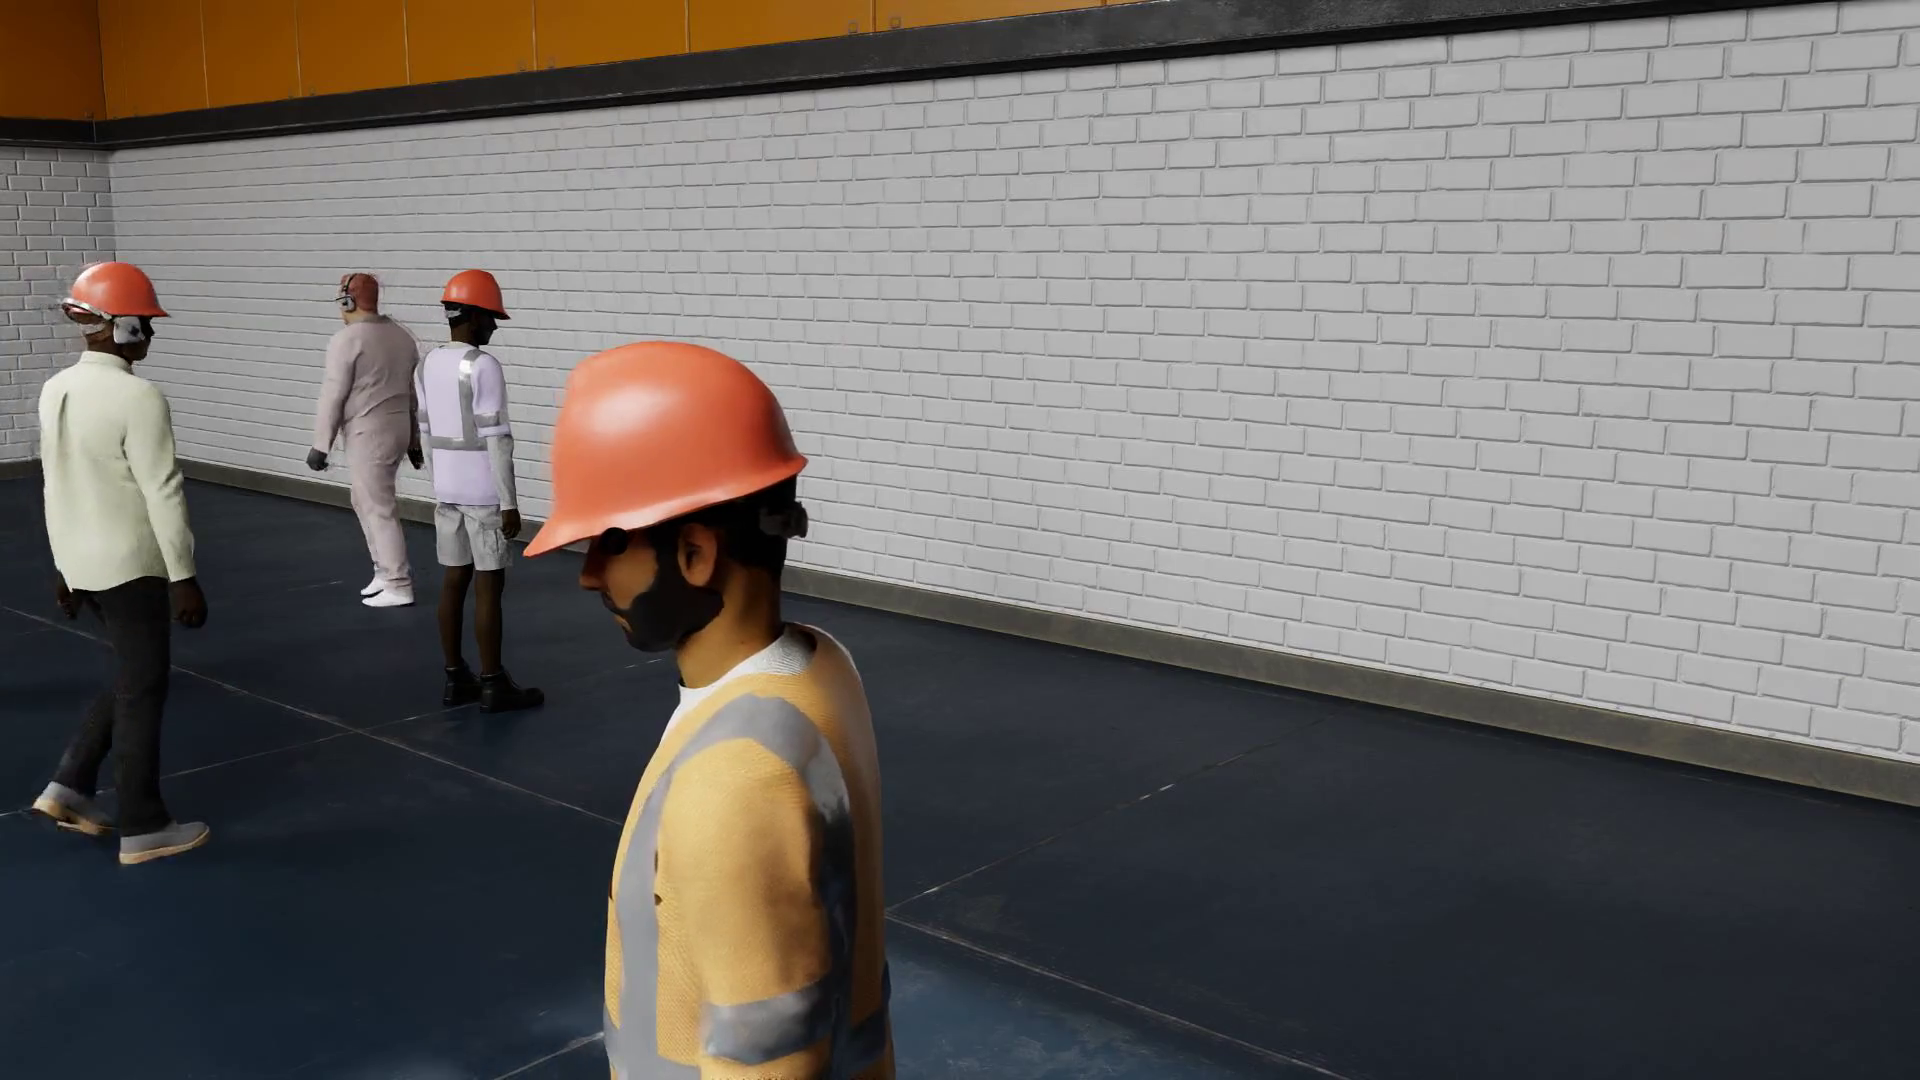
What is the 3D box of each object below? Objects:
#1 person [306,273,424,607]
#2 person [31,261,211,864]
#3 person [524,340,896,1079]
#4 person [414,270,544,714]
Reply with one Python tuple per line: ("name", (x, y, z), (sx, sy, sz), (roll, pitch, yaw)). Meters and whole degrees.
("person", (-3.355, -0.547, 9.366), (0.601, 1.883, 0.639), (2, 10, 12))
("person", (-2.737, 0.089, 5.458), (0.637, 1.981, 0.454), (8, 13, 37))
("person", (-0.259, 0.744, 1.868), (0.382, 1.928, 0.543), (0, 10, 0))
("person", (-2.112, -0.207, 7.285), (0.543, 1.928, 0.373), (7, 12, 36))
